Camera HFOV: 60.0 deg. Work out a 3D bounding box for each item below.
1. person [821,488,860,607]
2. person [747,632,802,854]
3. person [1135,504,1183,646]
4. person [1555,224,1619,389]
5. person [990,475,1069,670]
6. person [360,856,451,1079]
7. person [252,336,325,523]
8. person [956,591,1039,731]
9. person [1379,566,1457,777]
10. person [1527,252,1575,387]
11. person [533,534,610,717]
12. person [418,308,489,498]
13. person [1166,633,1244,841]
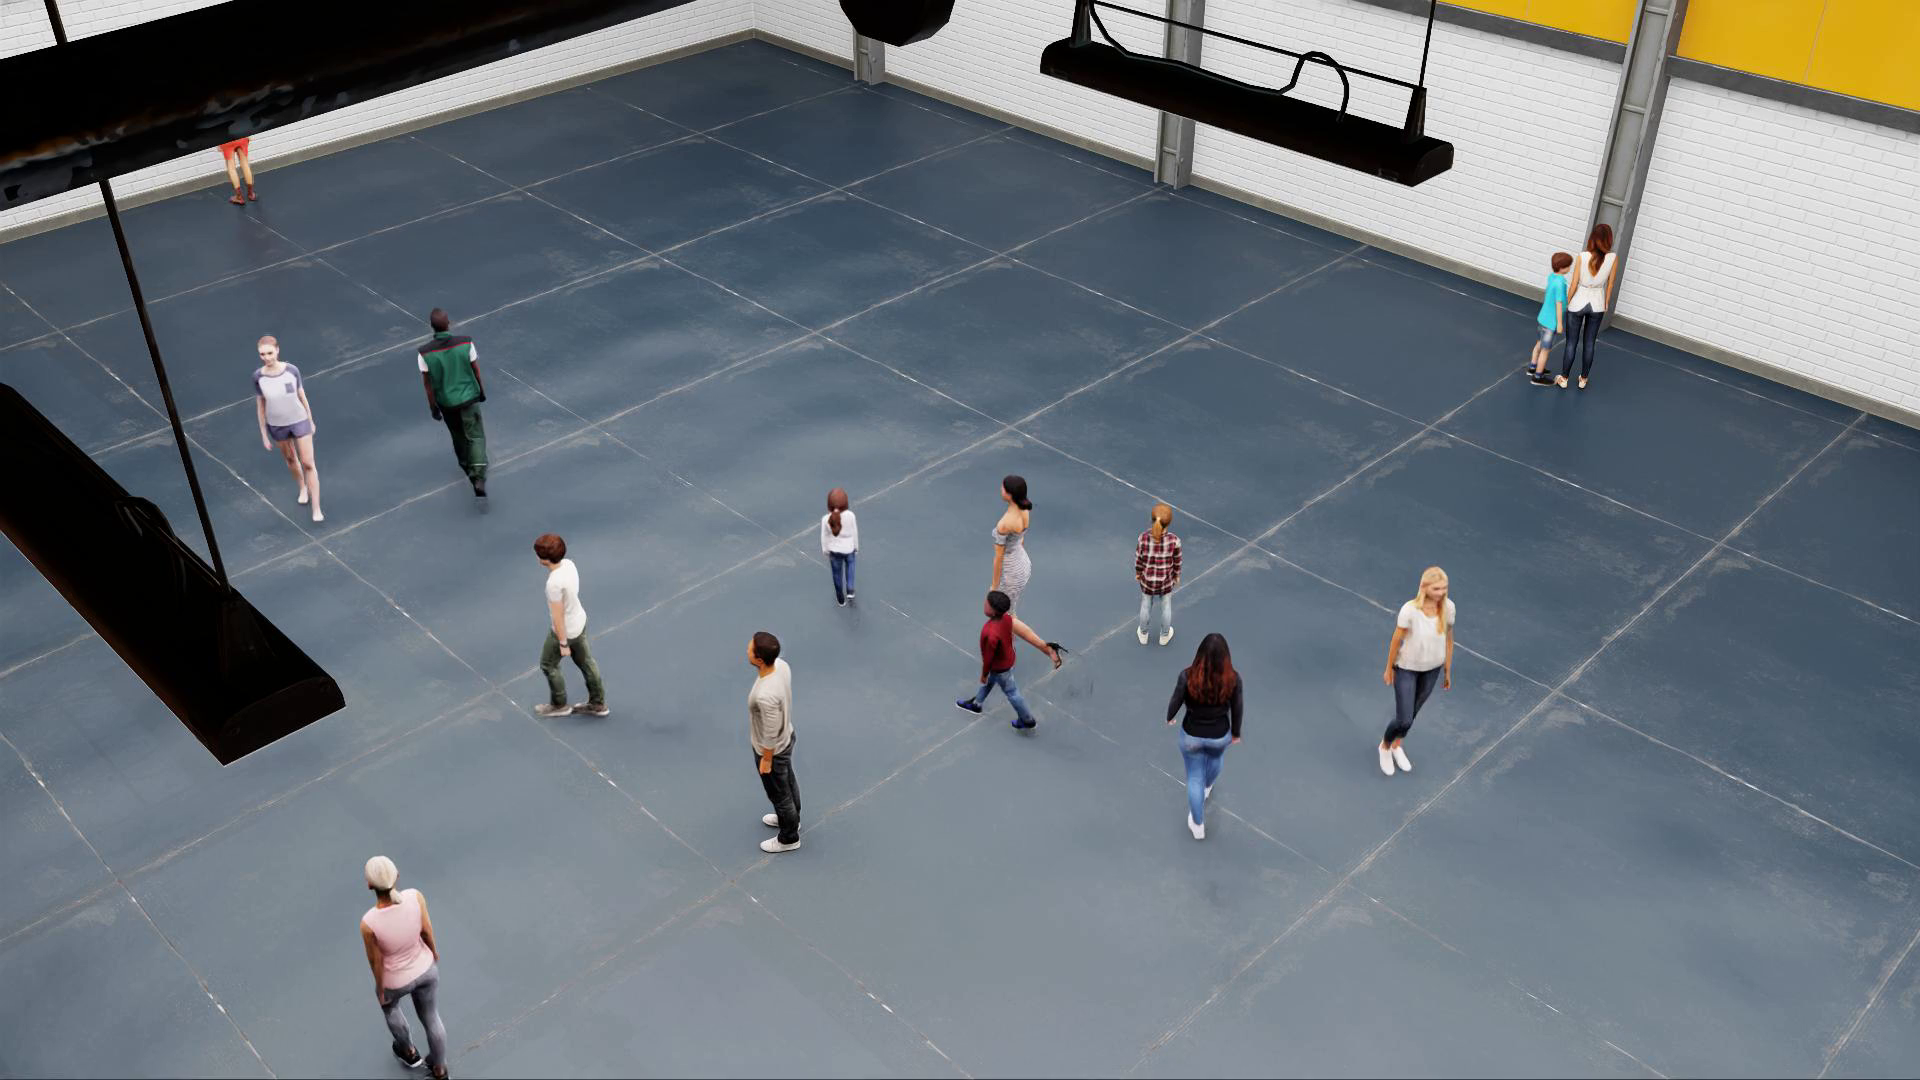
[{"bbox_3d":[-0.990,0.080,13.949,0.548,1.103,0.596,-6,34,-9],"label":"person"},{"bbox_3d":[-1.259,1.373,11.364,0.769,1.811,0.727,2,34,3],"label":"person"},{"bbox_3d":[1.601,0.284,13.458,0.603,1.306,0.682,6,34,9],"label":"person"},{"bbox_3d":[6.426,-2.387,17.045,0.651,1.784,0.735,4,34,6],"label":"person"},{"bbox_3d":[0.495,0.330,12.942,0.982,1.803,0.810,13,36,19],"label":"person"},{"bbox_3d":[-3.183,2.564,9.662,0.607,1.711,0.734,-24,40,-31],"label":"person"},{"bbox_3d":[-6.102,-1.091,15.136,0.891,1.740,1.048,-8,34,-12],"label":"person"},{"bbox_3d":[0.364,0.940,12.548,0.968,1.221,0.769,11,35,16],"label":"person"},{"bbox_3d":[3.269,0.898,12.091,0.700,1.798,0.734,-10,35,-15],"label":"person"},{"bbox_3d":[6.107,-2.310,17.231,0.661,1.450,0.608,2,34,3],"label":"person"},{"bbox_3d":[-2.882,0.684,12.558,0.932,1.637,0.849,5,34,7],"label":"person"},{"bbox_3d":[-4.594,-1.237,15.293,1.066,1.809,1.291,-9,35,-13],"label":"person"},{"bbox_3d":[1.707,1.392,11.516,0.976,1.612,1.034,-1,34,-1],"label":"person"}]
